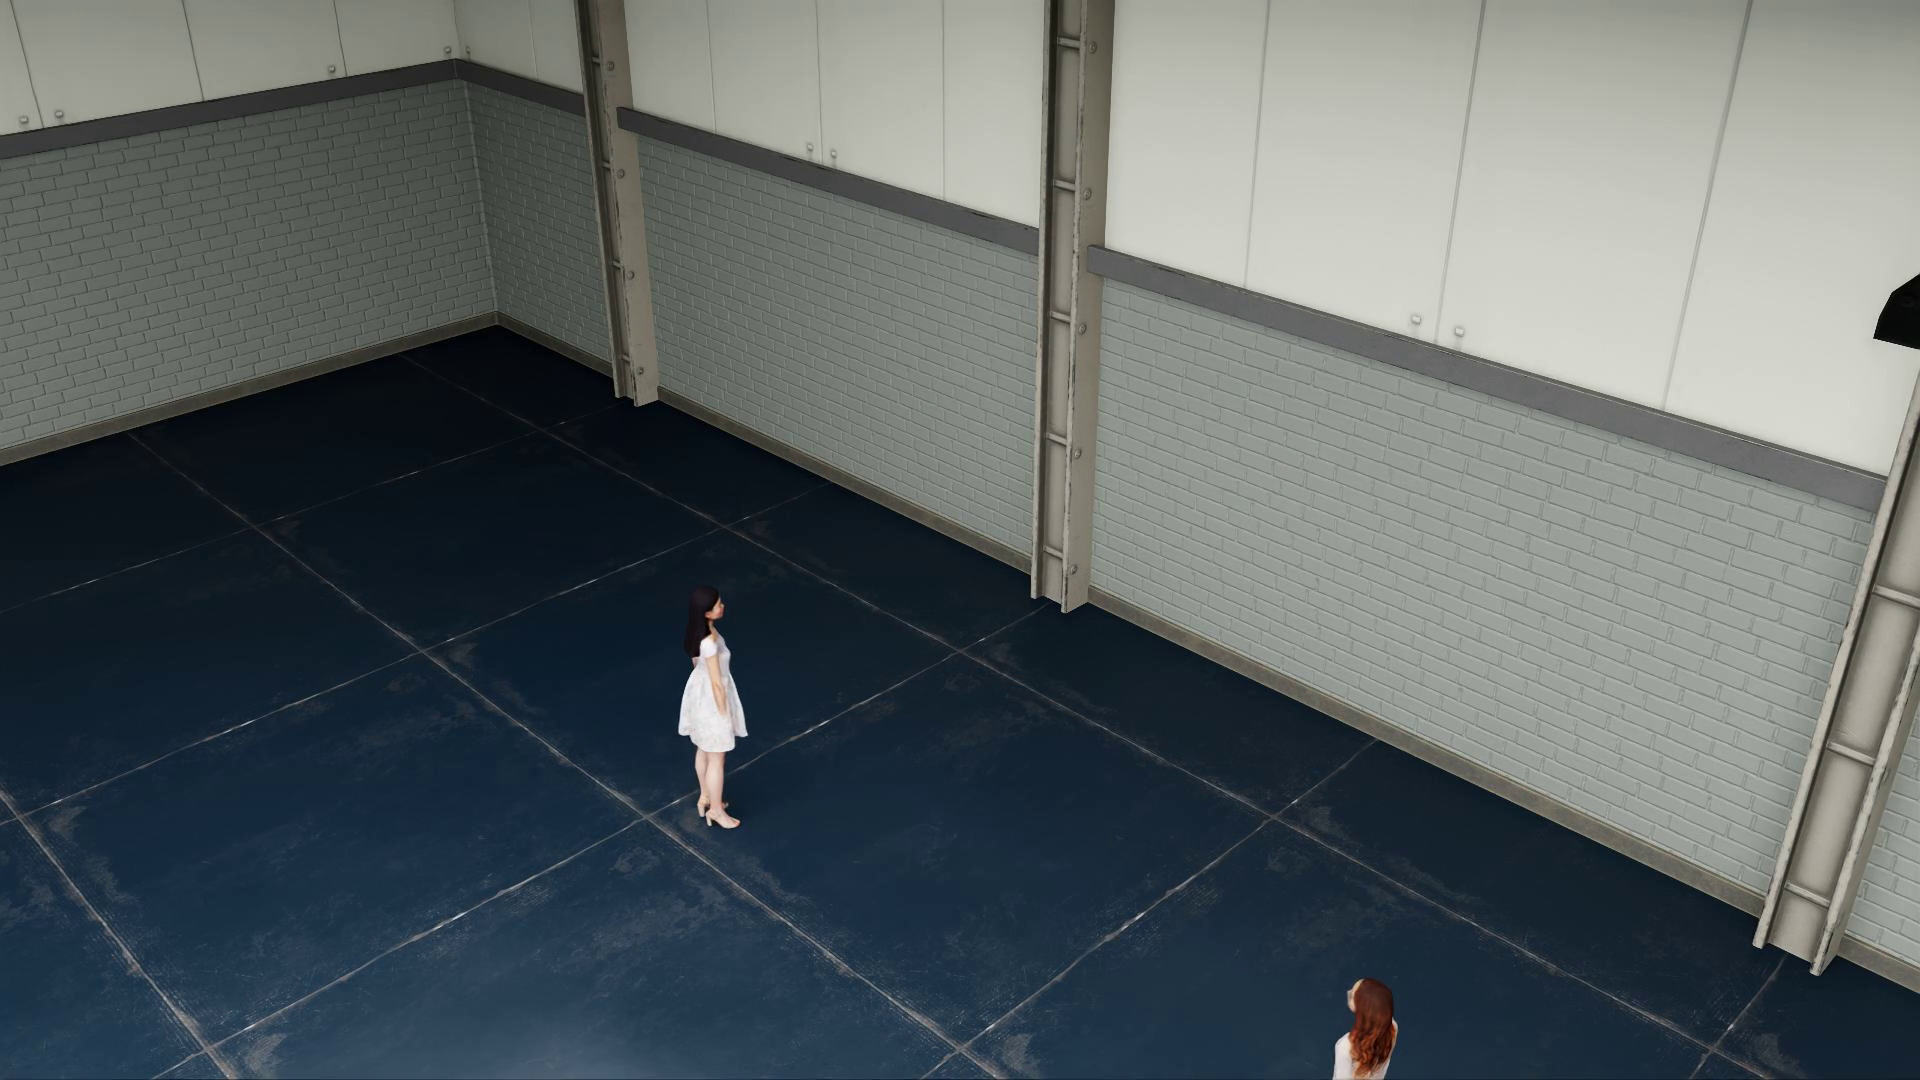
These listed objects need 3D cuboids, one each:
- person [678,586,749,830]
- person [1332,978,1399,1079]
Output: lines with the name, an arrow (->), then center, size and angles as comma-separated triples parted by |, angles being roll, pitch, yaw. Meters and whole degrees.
person -> -1.612, 1.082, 10.837 | 0.807, 1.774, 0.704 | -12, 30, -21
person -> 1.922, 2.716, 8.077 | 0.587, 1.484, 0.550 | -17, 33, -29
